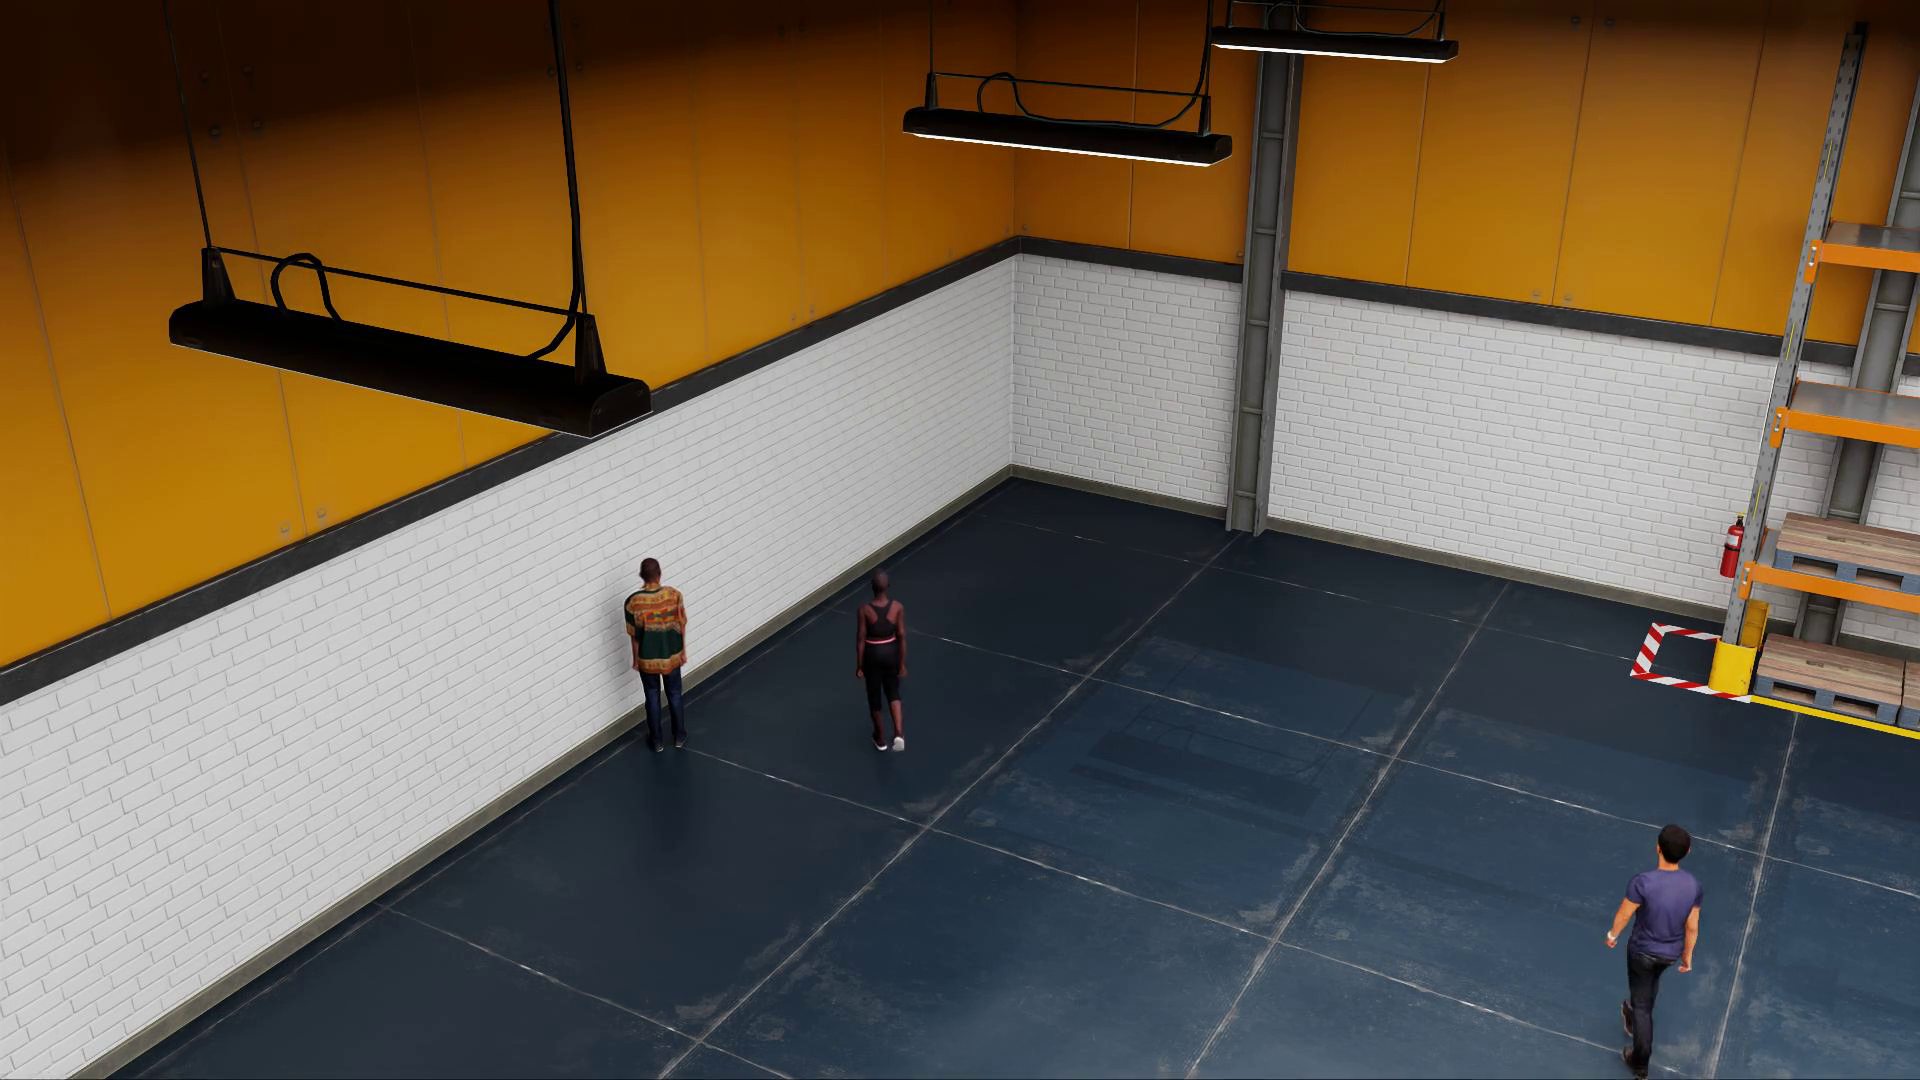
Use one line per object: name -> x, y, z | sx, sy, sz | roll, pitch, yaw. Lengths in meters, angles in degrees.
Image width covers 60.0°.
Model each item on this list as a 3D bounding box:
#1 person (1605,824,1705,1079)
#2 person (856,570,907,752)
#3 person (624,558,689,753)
person -> 4.488, 2.693, 10.687 | 0.957, 1.768, 0.973 | -2, 24, -5
person -> -0.666, 1.094, 14.375 | 0.895, 1.744, 0.959 | -6, 24, -14
person -> -2.625, 0.998, 14.517 | 0.823, 1.807, 0.877 | -7, 25, -16
